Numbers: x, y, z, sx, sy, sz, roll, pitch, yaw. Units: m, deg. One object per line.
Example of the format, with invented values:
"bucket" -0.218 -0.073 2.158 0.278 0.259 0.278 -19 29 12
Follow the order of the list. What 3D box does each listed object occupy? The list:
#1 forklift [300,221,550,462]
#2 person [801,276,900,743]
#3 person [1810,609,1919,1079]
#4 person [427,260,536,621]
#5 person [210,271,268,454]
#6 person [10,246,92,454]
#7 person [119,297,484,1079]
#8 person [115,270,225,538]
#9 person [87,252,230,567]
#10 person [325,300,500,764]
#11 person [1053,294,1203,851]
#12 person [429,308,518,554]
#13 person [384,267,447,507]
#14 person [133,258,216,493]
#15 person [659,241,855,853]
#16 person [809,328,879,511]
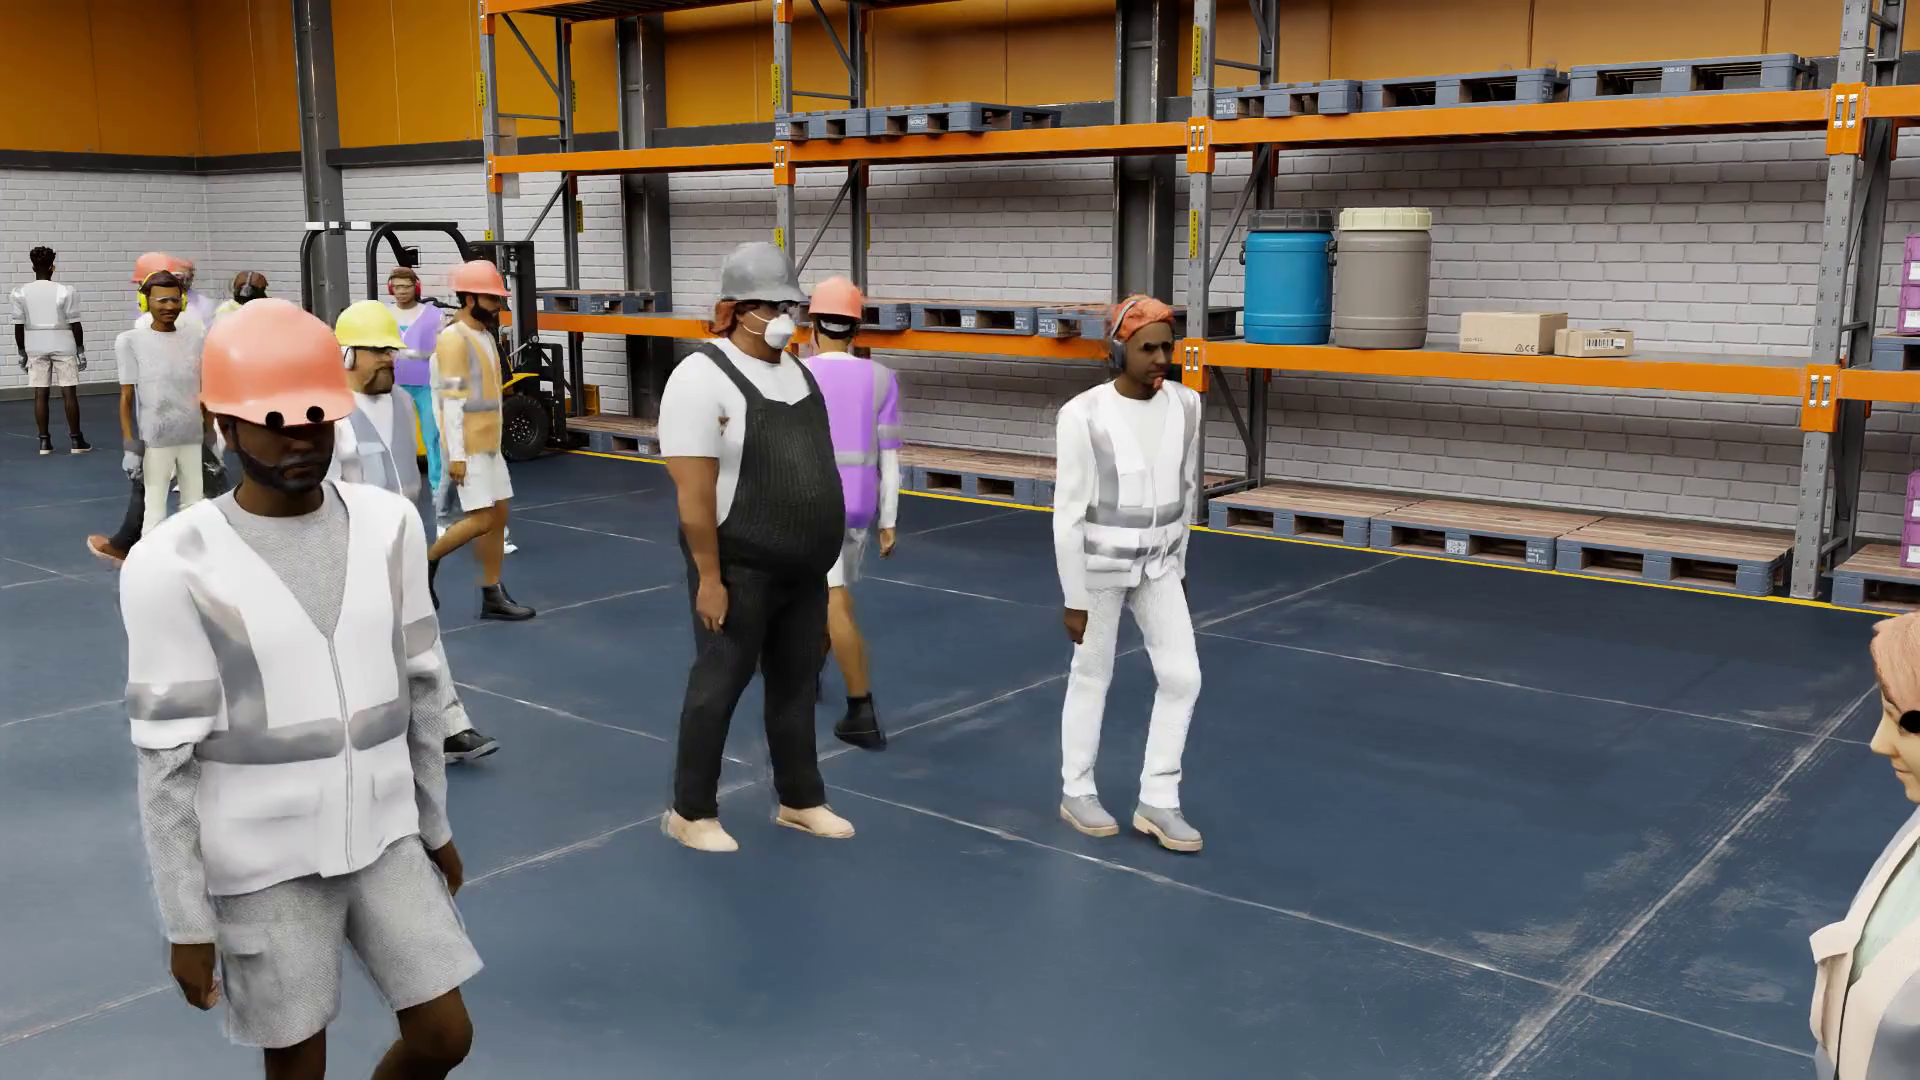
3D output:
"forklift" -4.922 -1.741 14.854 1.214 2.155 2.313 8 13 38
"person" -0.550 -0.147 6.920 0.571 1.867 1.050 -5 12 -27
"person" 1.142 0.868 1.935 0.311 1.638 0.514 3 11 15
"person" -2.608 -0.508 8.762 0.596 1.921 0.556 1 10 7
"person" -5.694 -1.223 13.129 0.945 1.798 0.633 2 11 13
"person" -8.614 -1.792 15.765 0.603 1.967 0.366 -3 11 -15
"person" -1.129 0.546 2.924 0.394 1.925 0.582 9 14 42
"person" -4.223 -0.506 8.925 0.309 1.864 0.535 8 13 39
"person" -4.867 -0.772 10.176 1.030 1.935 0.656 2 10 12
"person" -2.178 0.007 6.269 0.875 1.794 0.606 6 12 29
"person" 0.568 0.124 5.479 0.594 1.842 0.750 -5 11 -27
"person" -3.229 -0.719 10.877 0.501 1.591 0.867 -8 13 -38
"person" -4.141 -1.147 12.595 0.564 1.825 0.426 0 10 0
"person" -6.360 -1.333 13.477 0.672 1.880 0.488 0 10 -2
"person" -0.698 0.018 5.532 0.688 2.000 0.686 7 12 33
"person" -0.820 -0.984 11.928 0.795 1.734 0.546 -5 12 -27
